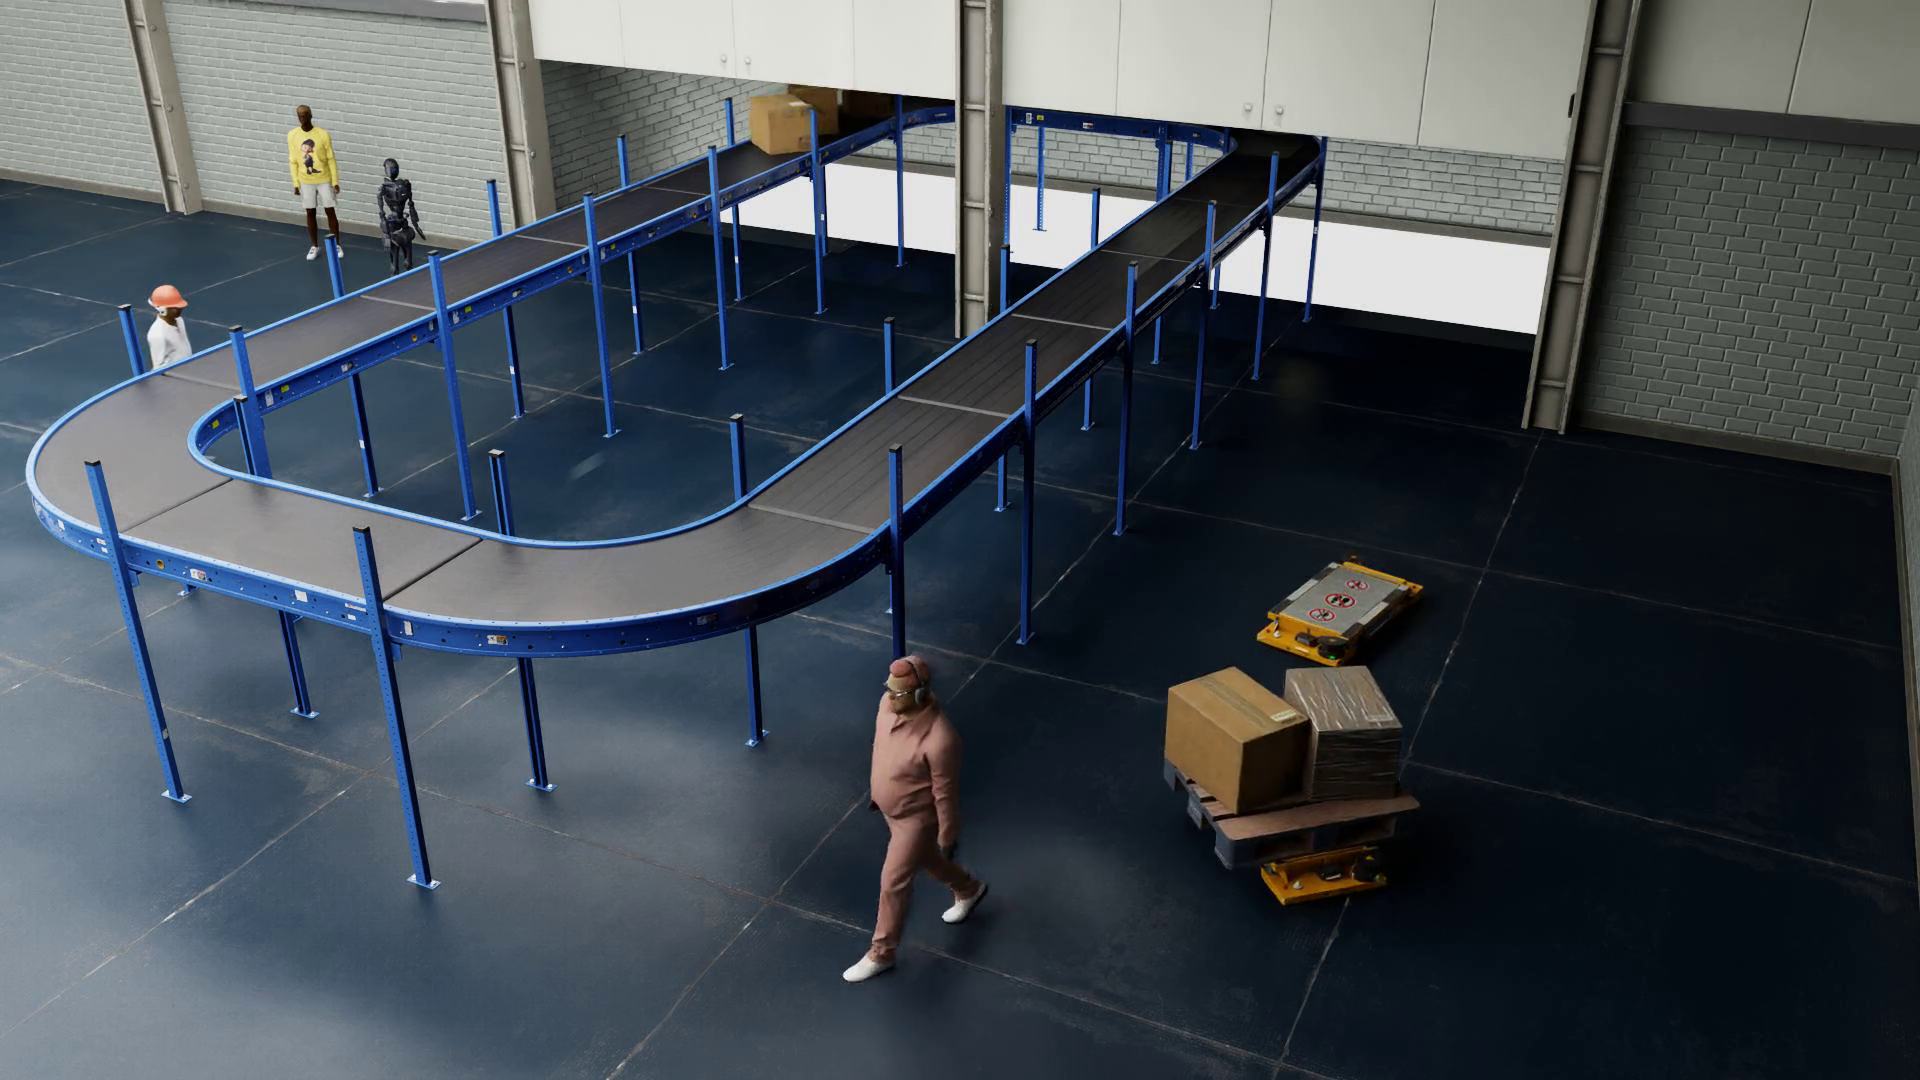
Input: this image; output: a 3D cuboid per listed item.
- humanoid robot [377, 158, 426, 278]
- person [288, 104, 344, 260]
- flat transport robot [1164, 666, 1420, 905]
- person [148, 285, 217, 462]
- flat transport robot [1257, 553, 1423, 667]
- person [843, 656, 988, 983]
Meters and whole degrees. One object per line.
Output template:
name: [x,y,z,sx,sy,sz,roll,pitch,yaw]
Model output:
humanoid robot: [-6.400,-3.538,19.009,0.315,1.653,0.599,12,29,23]
person: [-7.961,-4.425,20.560,0.542,1.900,0.379,-5,27,-10]
flat transport robot: [1.944,1.673,10.105,0.659,0.231,1.431,-7,27,-14]
person: [-6.865,-1.407,14.661,0.382,1.739,0.577,-2,26,-4]
flat transport robot: [2.863,0.513,12.442,0.659,0.231,1.431,19,32,34]
person: [-0.223,1.413,8.820,0.937,1.872,0.642,-14,30,-26]
